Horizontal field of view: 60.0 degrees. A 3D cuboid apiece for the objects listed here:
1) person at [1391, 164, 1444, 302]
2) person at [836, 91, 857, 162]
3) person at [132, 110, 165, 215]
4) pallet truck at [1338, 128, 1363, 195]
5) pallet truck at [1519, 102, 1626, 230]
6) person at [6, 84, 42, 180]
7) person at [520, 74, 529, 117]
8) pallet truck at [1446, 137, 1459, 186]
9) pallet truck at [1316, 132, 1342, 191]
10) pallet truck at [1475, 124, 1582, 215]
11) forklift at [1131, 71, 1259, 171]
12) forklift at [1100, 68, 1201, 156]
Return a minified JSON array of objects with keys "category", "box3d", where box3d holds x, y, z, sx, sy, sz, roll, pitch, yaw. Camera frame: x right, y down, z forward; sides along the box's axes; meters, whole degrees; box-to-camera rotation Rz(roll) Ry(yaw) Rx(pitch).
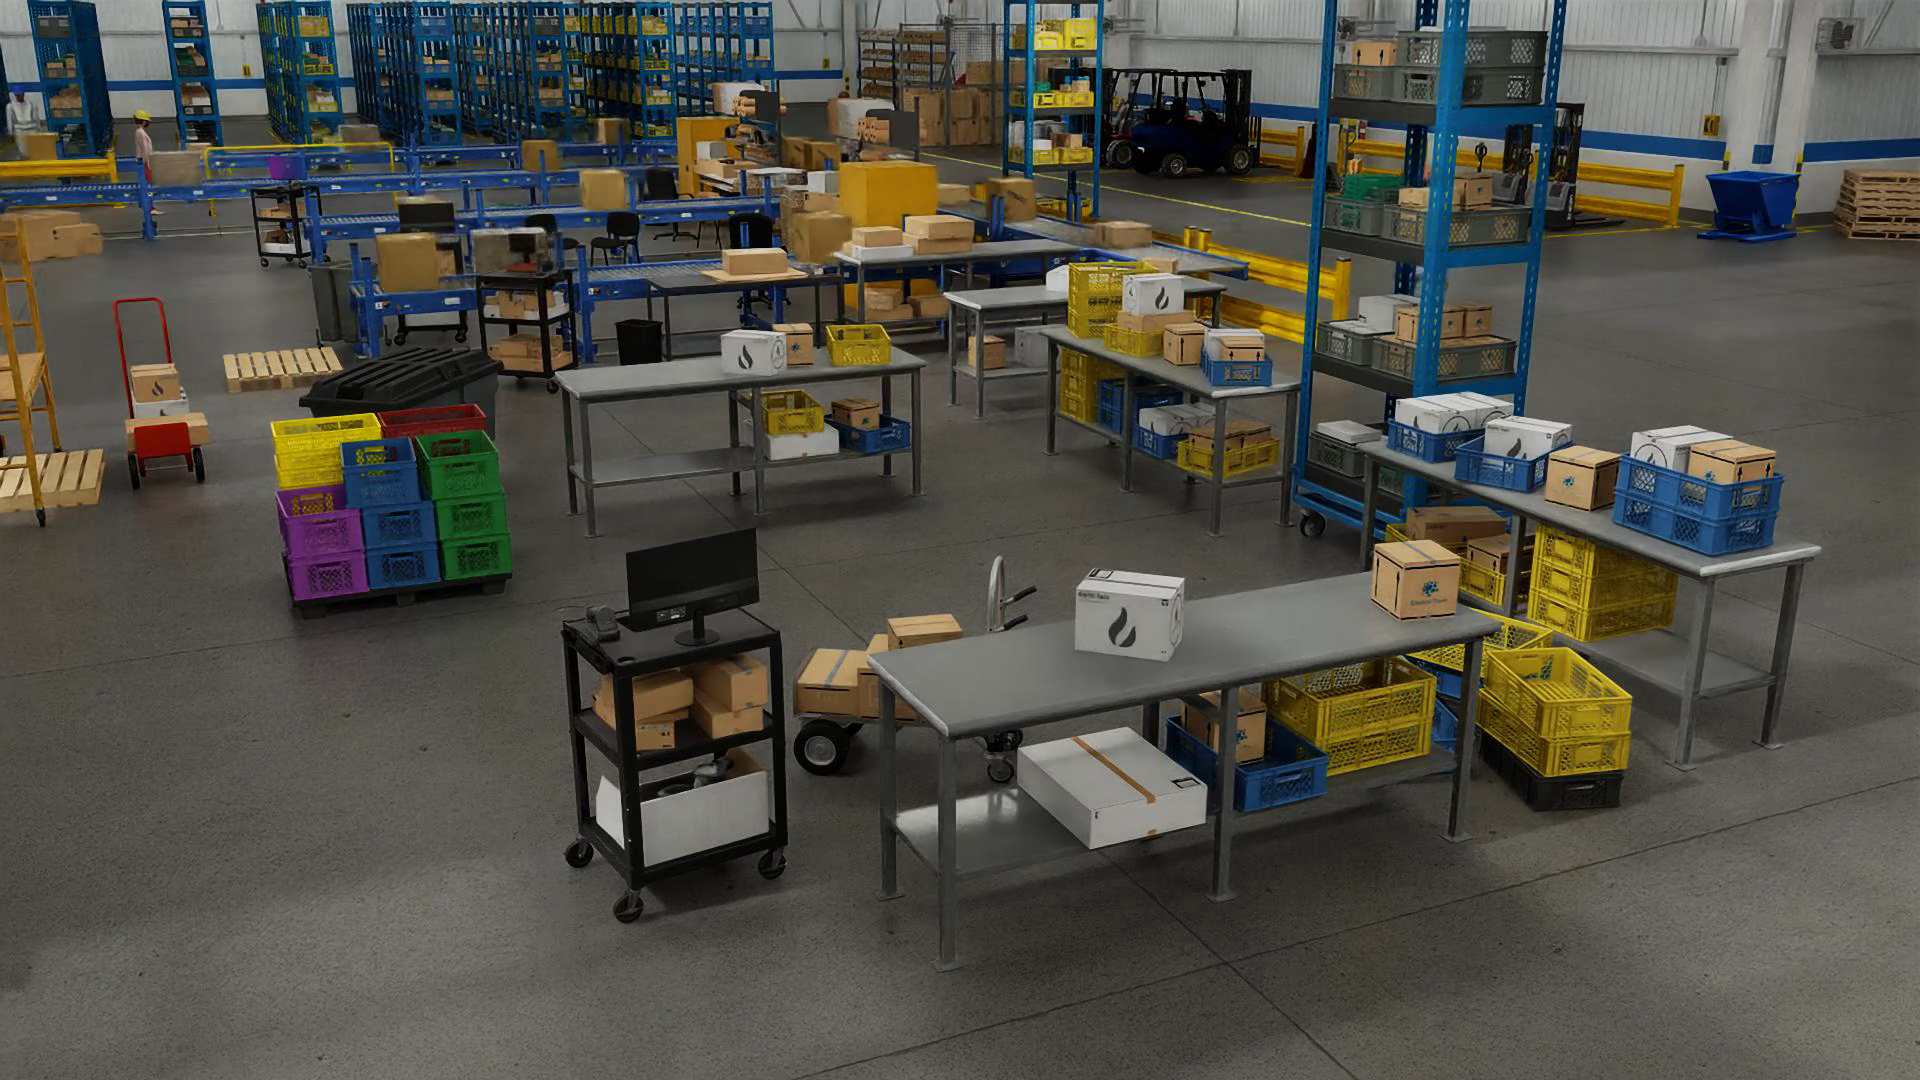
[{"category":"person","box3d":[4.393,-2.629,16.087,1.016,1.970,0.704,-10,20,-30]},{"category":"person","box3d":[-2.222,-7.715,32.233,0.406,1.902,0.639,12,21,33]},{"category":"person","box3d":[-13.950,-6.467,28.528,0.320,1.763,0.522,-12,21,-34]},{"category":"pallet truck","box3d":[7.845,-7.140,31.411,1.522,1.261,0.704,-9,20,-25]},{"category":"pallet truck","box3d":[9.972,-6.037,26.785,1.885,1.965,0.823,-9,20,-25]},{"category":"person","box3d":[-19.412,-8.469,34.559,0.607,1.933,0.444,-11,21,-32]},{"category":"person","box3d":[-11.684,-11.661,44.745,0.389,1.847,0.567,-9,20,-25]},{"category":"pallet truck","box3d":[9.184,-6.485,29.328,1.630,1.274,0.653,-8,19,-23]},{"category":"pallet truck","box3d":[7.723,-7.504,32.656,1.601,1.201,0.680,-8,19,-23]},{"category":"pallet truck","box3d":[9.707,-6.455,28.103,1.885,1.965,0.823,-7,19,-20]},{"category":"forklift","box3d":[4.998,-8.936,35.413,2.680,1.987,1.157,-9,20,-25]},{"category":"forklift","box3d":[4.082,-9.564,37.410,2.680,1.987,1.157,-8,19,-23]}]
